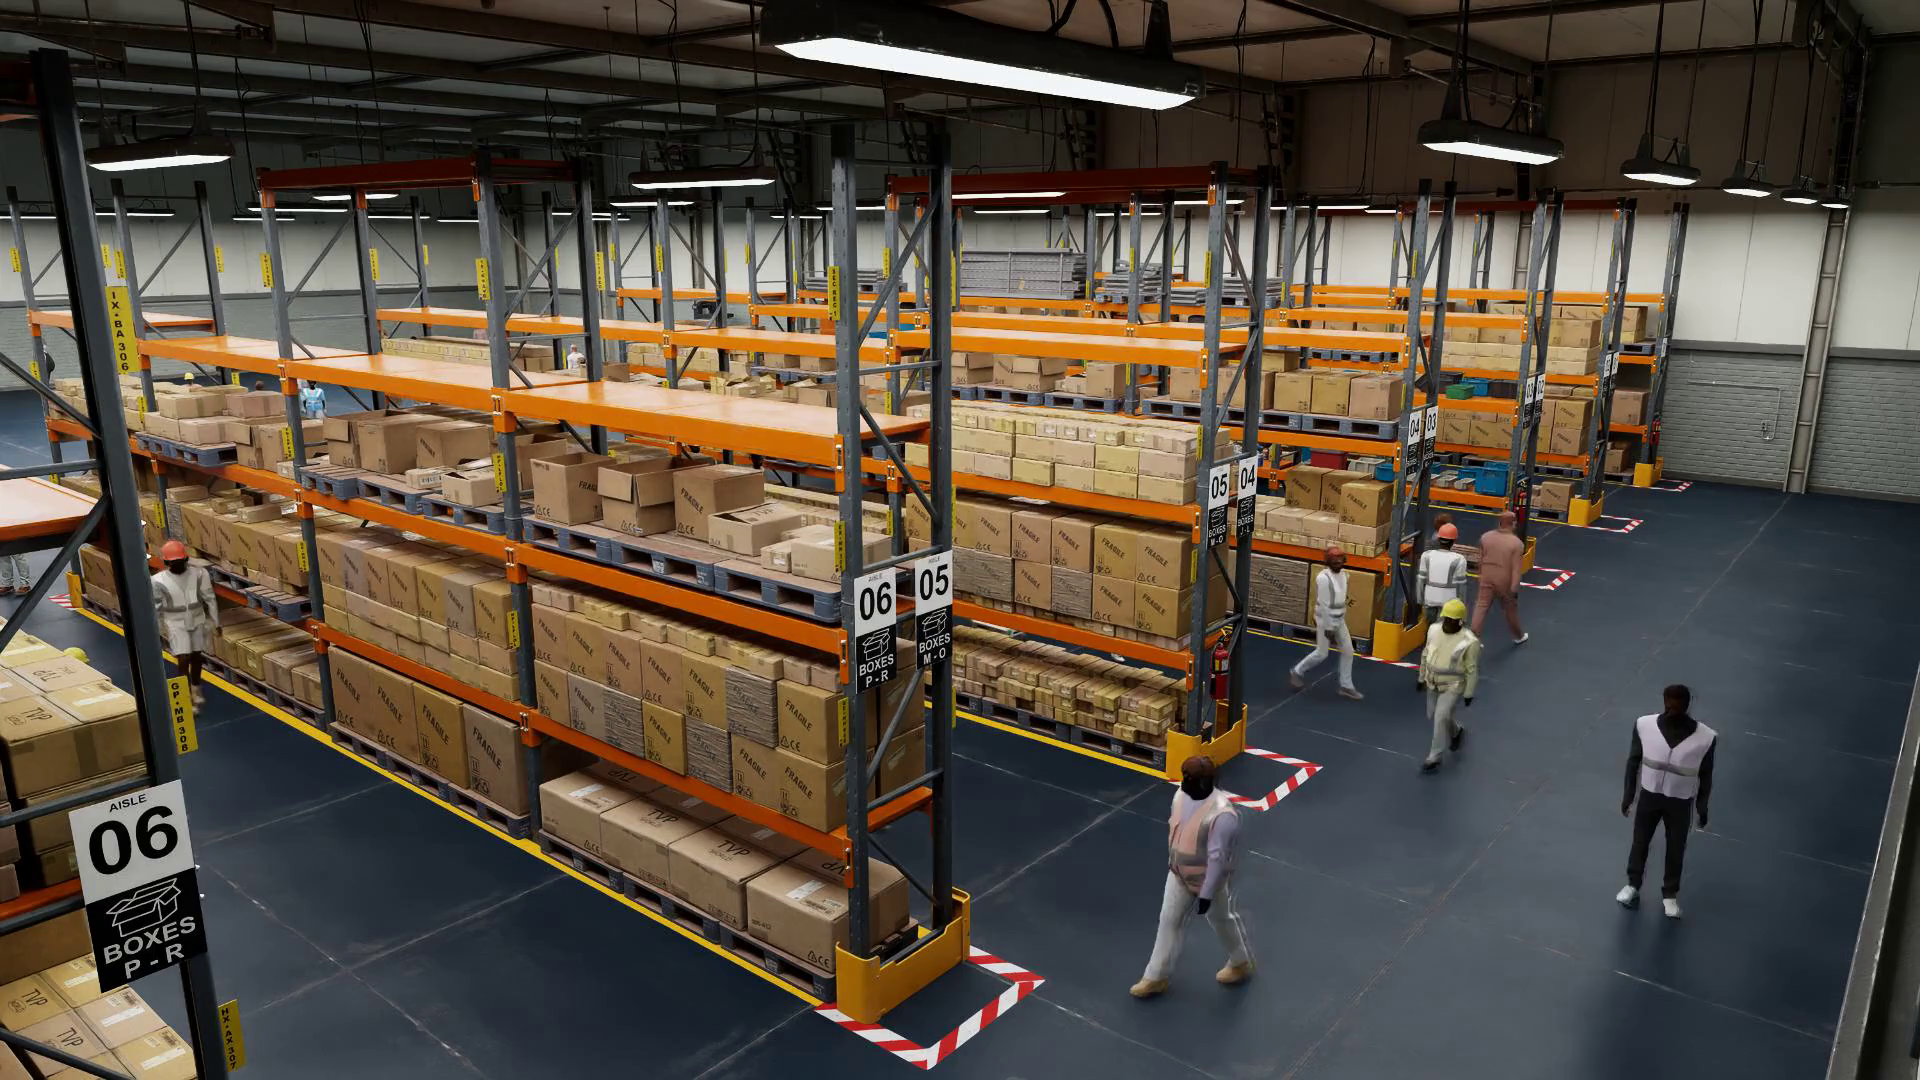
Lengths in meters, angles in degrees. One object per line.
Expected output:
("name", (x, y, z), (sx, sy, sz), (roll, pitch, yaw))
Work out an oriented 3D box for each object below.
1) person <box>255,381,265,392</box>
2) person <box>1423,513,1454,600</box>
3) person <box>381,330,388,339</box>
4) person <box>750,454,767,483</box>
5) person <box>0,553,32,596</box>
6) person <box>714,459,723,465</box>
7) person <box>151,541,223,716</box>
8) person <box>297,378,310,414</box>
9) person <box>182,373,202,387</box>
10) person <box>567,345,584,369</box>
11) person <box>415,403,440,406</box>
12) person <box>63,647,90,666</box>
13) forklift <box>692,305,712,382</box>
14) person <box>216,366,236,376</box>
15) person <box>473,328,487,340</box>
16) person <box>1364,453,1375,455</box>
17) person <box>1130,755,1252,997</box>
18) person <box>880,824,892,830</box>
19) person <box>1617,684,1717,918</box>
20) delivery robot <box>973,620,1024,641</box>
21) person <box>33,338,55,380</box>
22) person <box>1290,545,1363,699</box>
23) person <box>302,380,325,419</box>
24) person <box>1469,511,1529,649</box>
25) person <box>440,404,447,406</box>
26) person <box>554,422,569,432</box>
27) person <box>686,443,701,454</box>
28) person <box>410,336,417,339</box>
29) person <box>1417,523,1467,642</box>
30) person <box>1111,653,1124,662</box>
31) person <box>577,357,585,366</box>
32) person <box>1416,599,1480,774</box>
("person", (-17.469, -3.087, 31.607), (0.654, 1.792, 0.979), (-6, 15, -24))
("person", (6.631, 0.393, 17.654), (0.535, 1.612, 0.528), (8, 16, 30))
("person", (-22.971, -7.576, 50.372), (0.513, 1.642, 0.313), (8, 16, 31))
("person", (-3.491, -0.722, 22.124), (0.737, 1.674, 0.538), (10, 17, 34))
("person", (-14.458, -0.116, 19.066), (0.627, 1.940, 0.372), (1, 14, 6))
("person", (-5.490, -2.275, 27.965), (0.587, 1.930, 0.361), (10, 17, 36))
("person", (-8.786, 0.994, 14.360), (0.907, 2.001, 0.619), (13, 19, 42))
("person", (-19.899, -4.736, 38.327), (0.641, 1.815, 0.604), (7, 15, 26))
("person", (-20.574, -3.608, 33.796), (0.531, 1.765, 0.327), (-5, 15, -21))
("person", (-12.407, -5.341, 40.627), (0.403, 1.906, 0.651), (8, 16, 31))
("person", (-13.164, -3.083, 31.216), (0.608, 1.963, 0.371), (-10, 17, -34))
("person", (-8.004, 1.823, 11.522), (0.483, 1.737, 0.320), (3, 14, 13))
("forklift", (-9.511, -7.392, 47.124), (1.873, 2.768, 1.129), (11, 17, 38))
("person", (-24.303, -5.655, 41.794), (0.771, 1.969, 0.621), (8, 16, 29))
("person", (-20.395, -8.378, 53.502), (0.552, 1.713, 0.906), (-2, 14, -7))
("person", (9.207, -2.261, 27.932), (0.410, 1.913, 0.596), (12, 18, 40))
("person", (1.723, 2.394, 9.039), (0.953, 1.802, 0.619), (-8, 16, -30))
("person", (-0.932, 1.707, 11.518), (0.634, 1.964, 0.846), (-9, 16, -32))
("person", (5.699, 2.066, 10.159), (0.632, 1.908, 0.405), (9, 16, 33))
("delivery robot", (0.498, 1.165, 16.575), (0.707, 0.478, 0.477), (13, 19, 43))
("person", (-30.288, -5.651, 41.709), (0.535, 2.000, 0.674), (-7, 16, -28))
("person", (4.381, 0.943, 14.884), (0.585, 1.852, 0.769), (-11, 18, -39))
("person", (-17.117, -3.474, 33.386), (0.538, 1.697, 0.318), (-4, 14, -16))
("person", (7.151, 0.527, 16.630), (1.014, 1.842, 0.663), (-10, 17, -35))
("person", (-13.452, -3.298, 32.285), (1.034, 1.886, 0.557), (8, 16, 31))
("person", (-10.581, -3.517, 33.130), (0.403, 1.904, 0.652), (13, 19, 43))
("person", (-4.679, -0.907, 22.322), (0.357, 1.938, 0.542), (8, 16, 31))
("person", (-20.138, -6.691, 46.626), (0.322, 1.692, 0.534), (12, 18, 42))
("person", (6.000, 0.730, 15.635), (0.547, 1.909, 0.739), (12, 18, 40))
("person", (2.134, 0.739, 16.183), (0.508, 1.632, 0.271), (-13, 19, -43))
("person", (-11.142, -4.507, 37.326), (0.326, 1.843, 0.515), (-3, 14, -10))
("person", (5.033, 1.448, 12.924), (0.772, 1.804, 0.588), (-7, 16, -28))
